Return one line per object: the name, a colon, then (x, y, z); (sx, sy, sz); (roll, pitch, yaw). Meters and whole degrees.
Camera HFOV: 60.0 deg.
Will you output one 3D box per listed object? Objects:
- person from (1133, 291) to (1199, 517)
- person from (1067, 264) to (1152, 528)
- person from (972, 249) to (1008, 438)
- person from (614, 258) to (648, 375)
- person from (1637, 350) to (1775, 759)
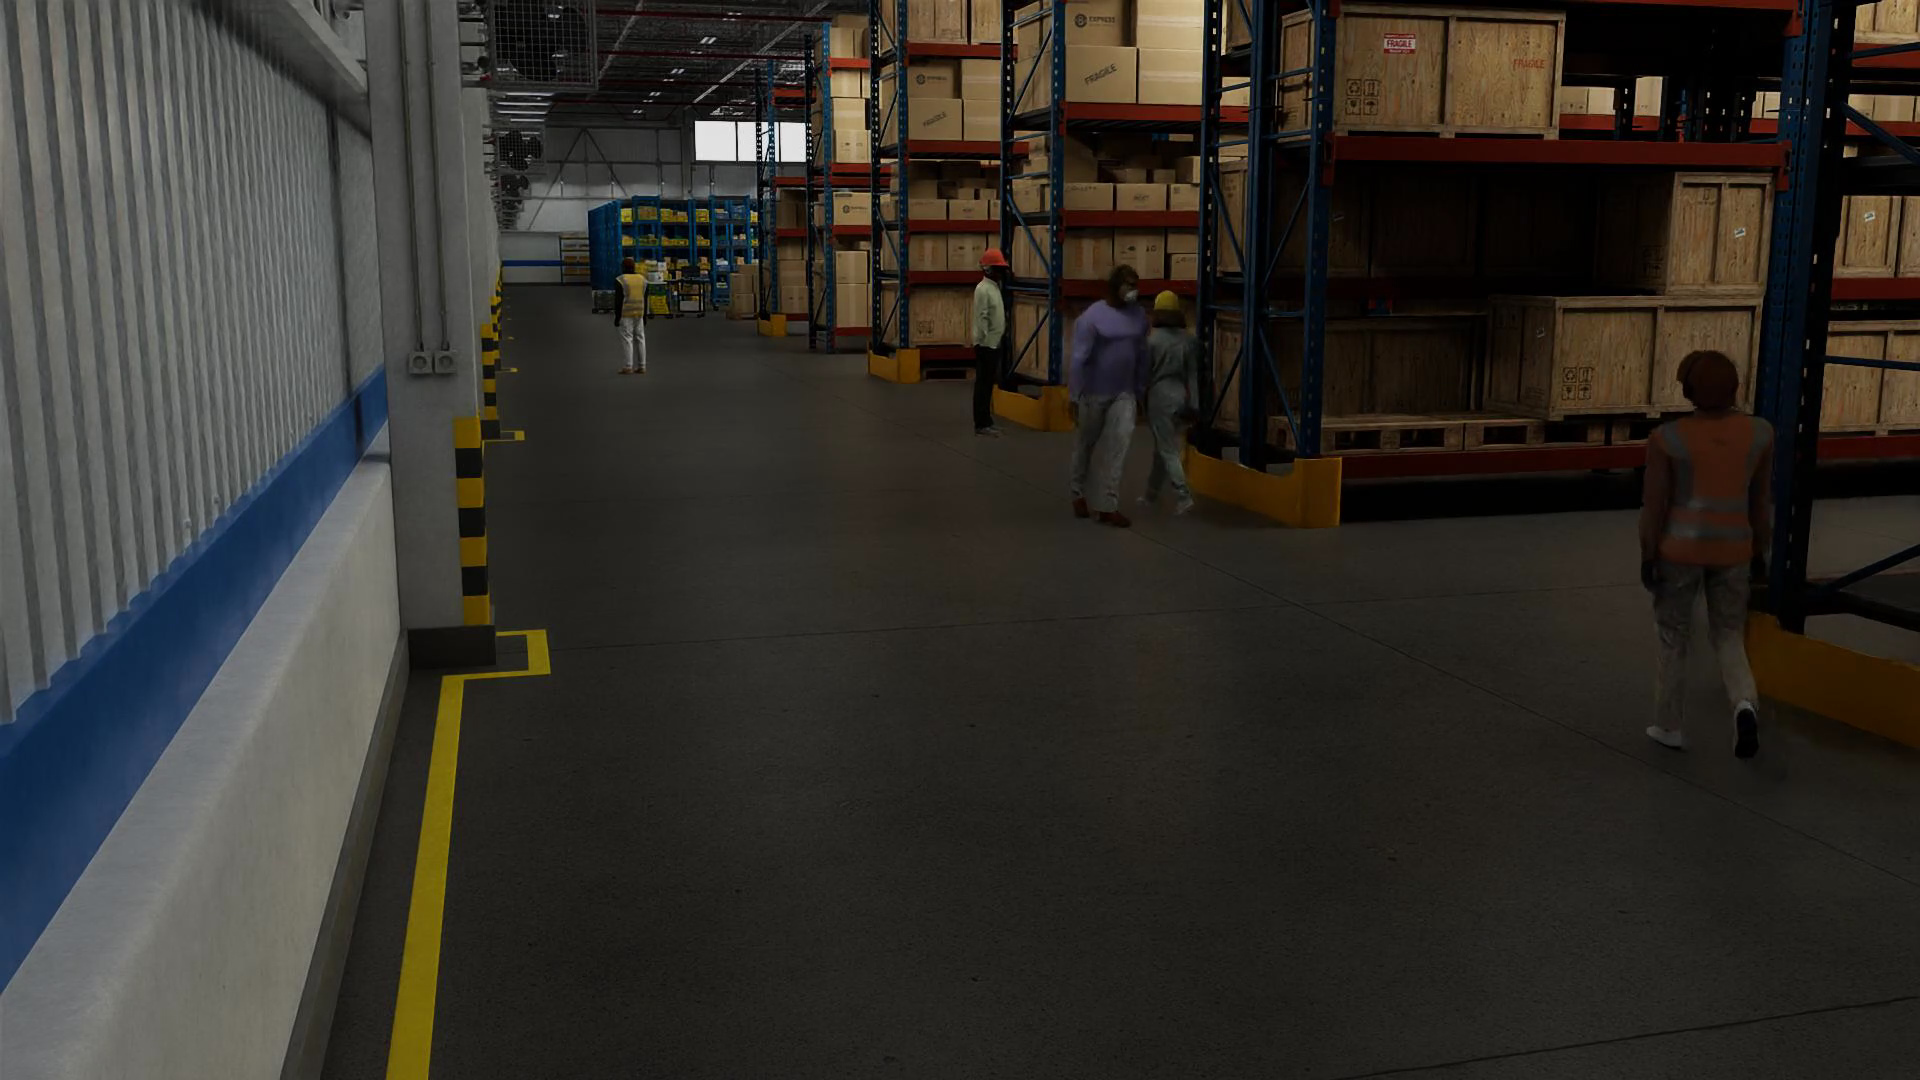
person: (1.597, -1.042, 12.642); (0.490, 1.696, 0.915); (-5, 11, -27)
person: (1.032, -1.066, 12.222); (0.750, 1.890, 0.831); (-5, 11, -24)
person: (0.324, -2.095, 17.742); (0.392, 1.995, 0.612); (3, 10, 14)
person: (-5.239, -3.542, 26.397); (0.430, 1.835, 0.625); (9, 13, 41)
person: (2.924, 0.073, 6.504); (0.529, 1.620, 0.569); (1, 10, 4)
